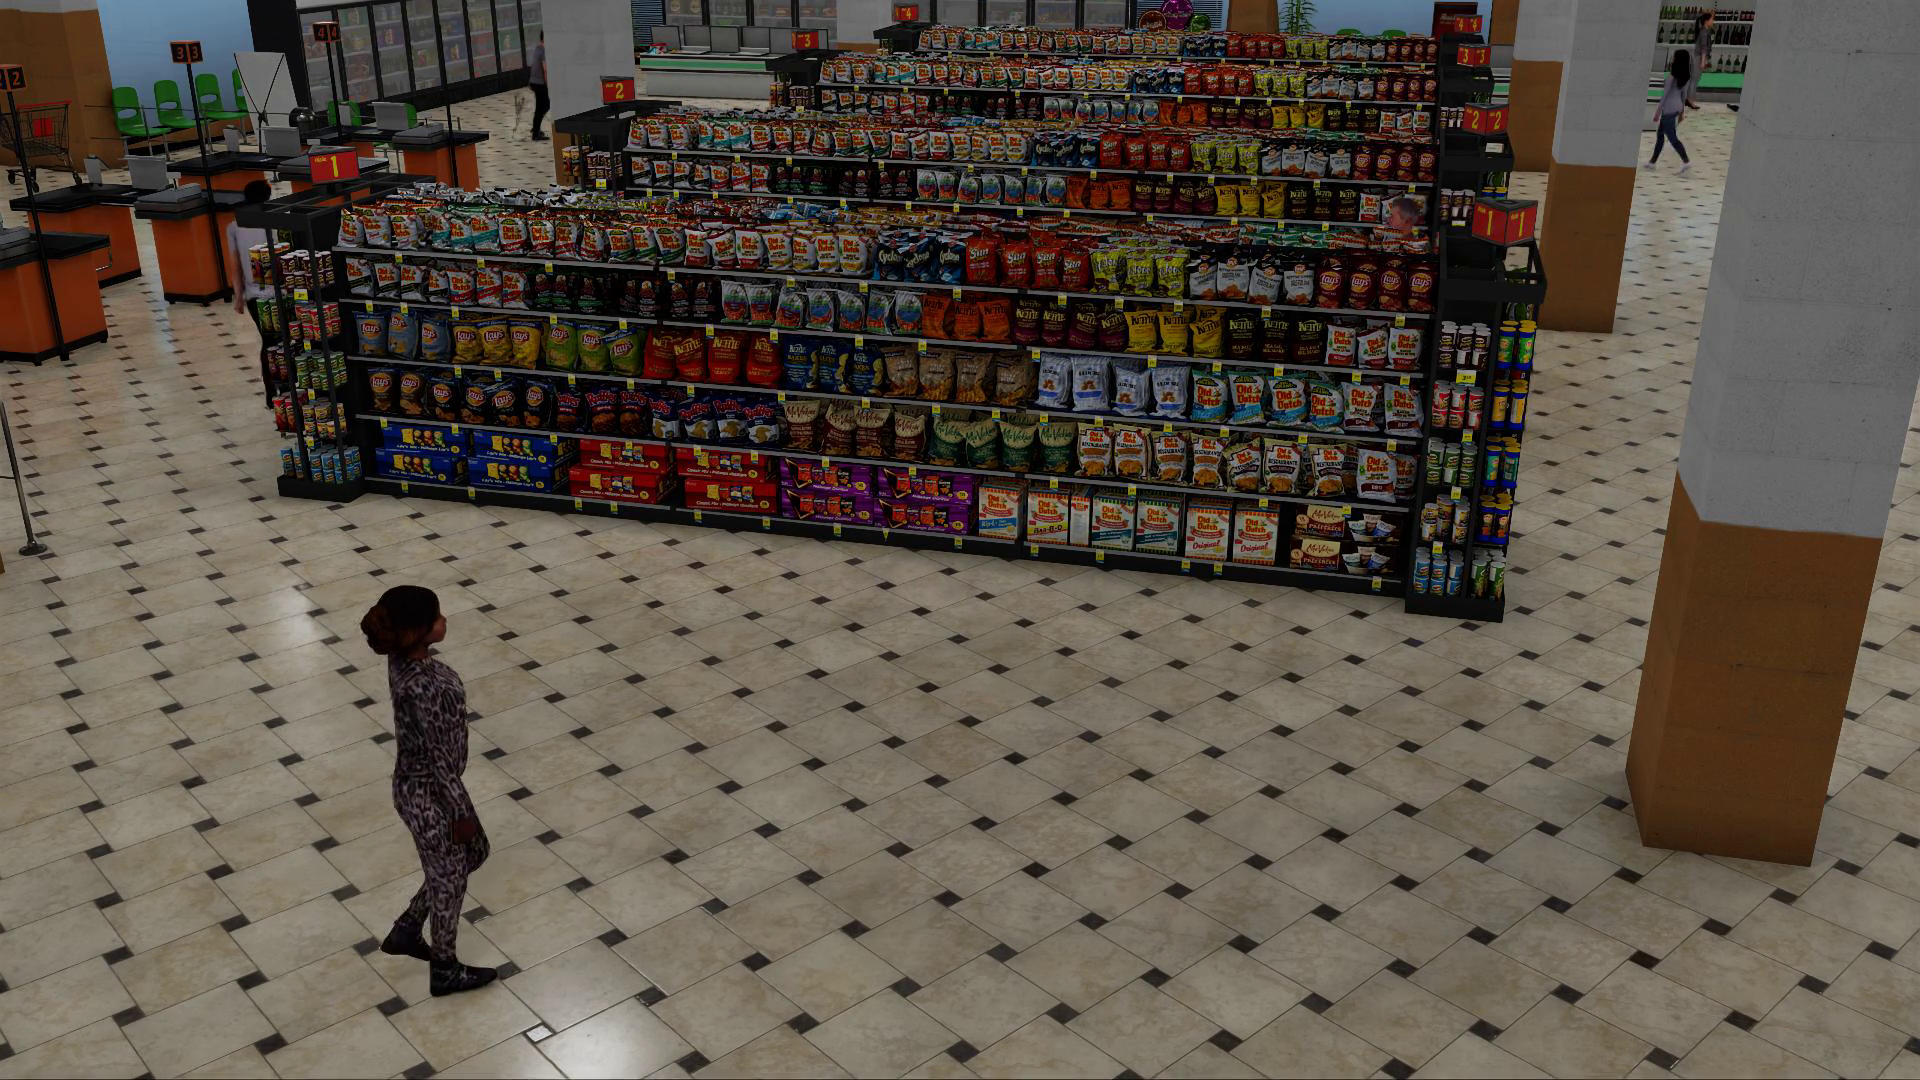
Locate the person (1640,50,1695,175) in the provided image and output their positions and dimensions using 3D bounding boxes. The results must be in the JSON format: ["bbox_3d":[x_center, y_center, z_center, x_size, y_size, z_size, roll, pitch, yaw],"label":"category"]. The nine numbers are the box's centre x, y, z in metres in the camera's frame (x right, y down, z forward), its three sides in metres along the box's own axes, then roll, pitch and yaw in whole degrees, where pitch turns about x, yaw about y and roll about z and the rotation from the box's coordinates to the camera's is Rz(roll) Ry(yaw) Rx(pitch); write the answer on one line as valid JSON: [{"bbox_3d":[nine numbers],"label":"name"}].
[{"bbox_3d":[10.189,-6.045,23.634,1.106,1.698,1.200,-14,26,-31],"label":"person"}]

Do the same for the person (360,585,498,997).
[{"bbox_3d":[-2.039,0.968,6.168,0.802,1.708,0.733,-8,23,-19],"label":"person"}]

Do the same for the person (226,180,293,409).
[{"bbox_3d":[-5.421,-1.849,12.980,0.657,1.857,0.818,1,22,1],"label":"person"}]

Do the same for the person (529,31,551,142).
[{"bbox_3d":[-6.798,-7.295,26.721,0.891,1.716,0.832,-13,25,-30],"label":"person"}]

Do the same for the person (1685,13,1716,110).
[{"bbox_3d":[13.521,-8.765,30.434,0.571,1.677,0.622,5,22,11],"label":"person"}]
